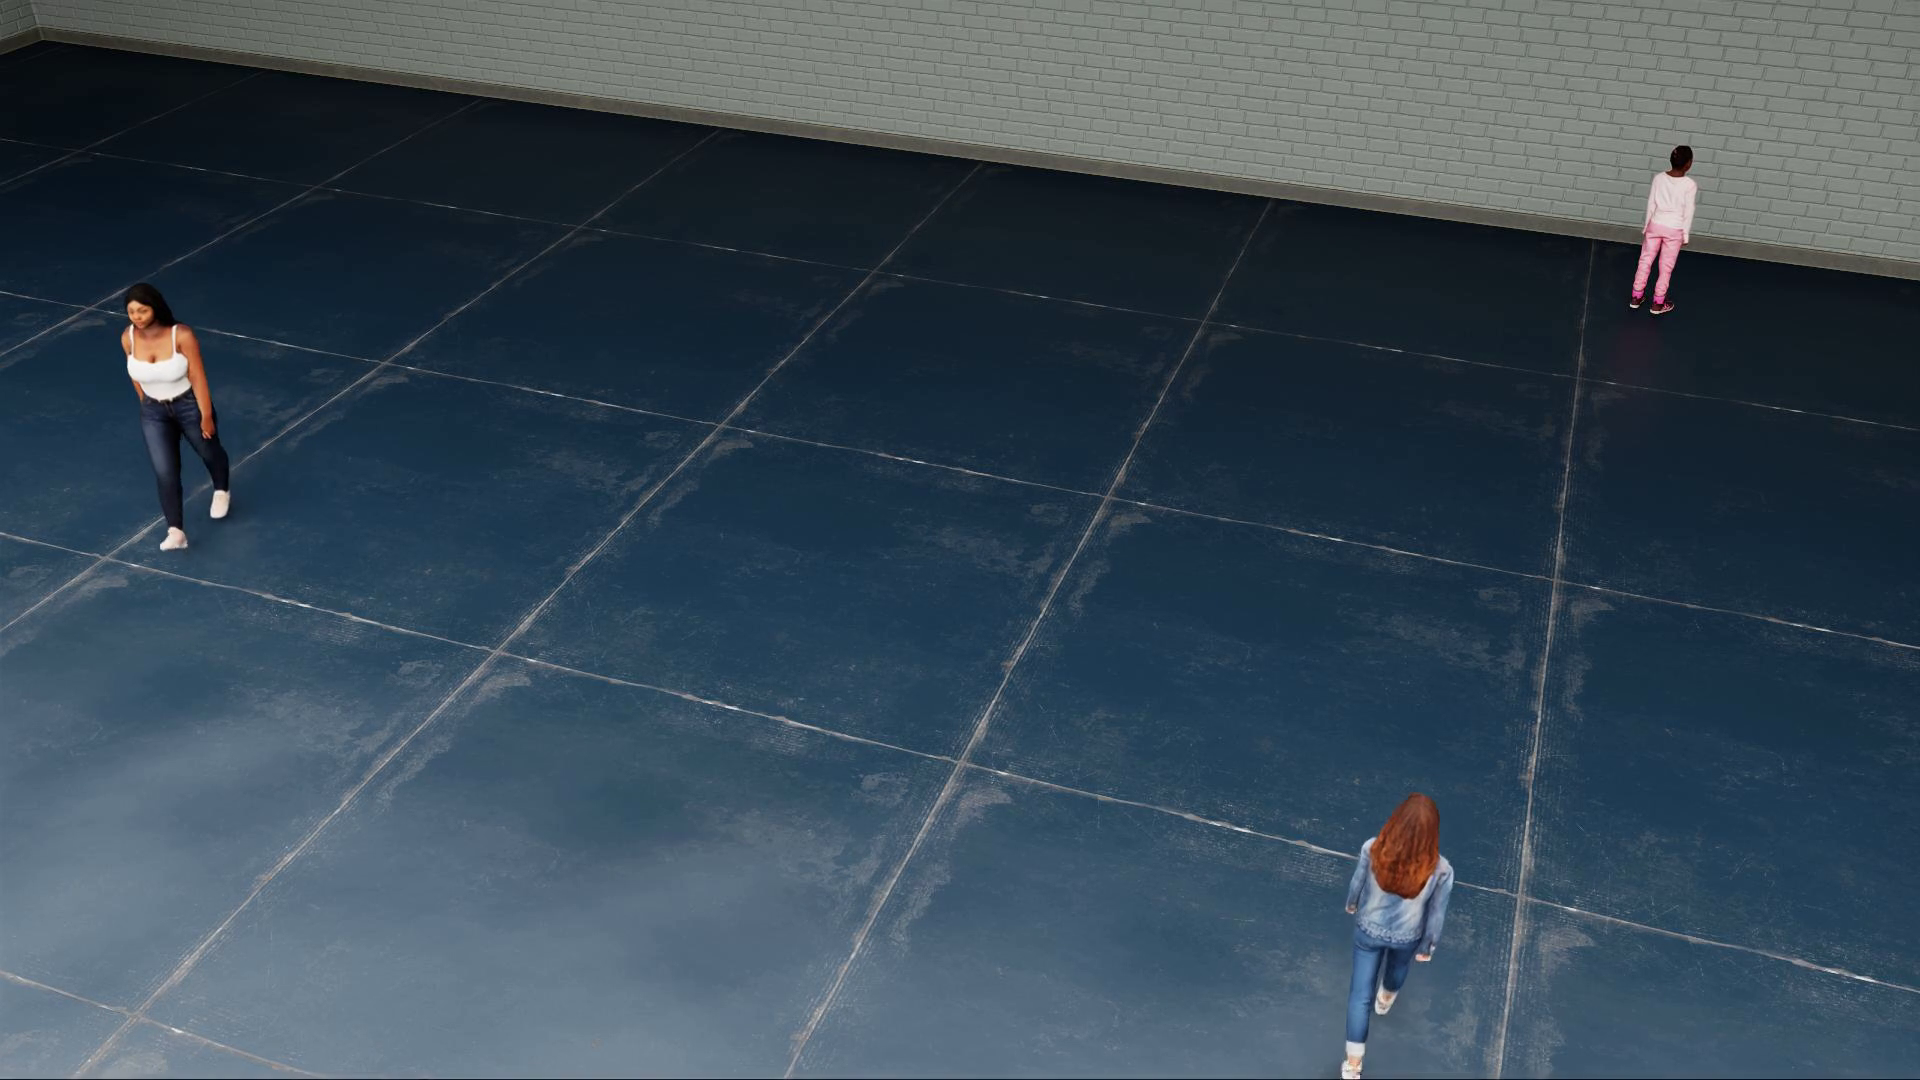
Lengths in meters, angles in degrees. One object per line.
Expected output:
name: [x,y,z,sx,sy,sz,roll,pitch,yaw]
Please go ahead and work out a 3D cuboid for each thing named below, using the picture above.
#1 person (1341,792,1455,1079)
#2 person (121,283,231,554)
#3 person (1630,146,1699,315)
person: [1.828,1.717,7.157,0.585,1.456,0.986,10,34,14]
person: [-5.061,-0.871,10.851,0.961,1.768,1.203,-2,33,-3]
person: [5.861,-2.595,13.799,0.613,1.443,0.620,27,42,35]
